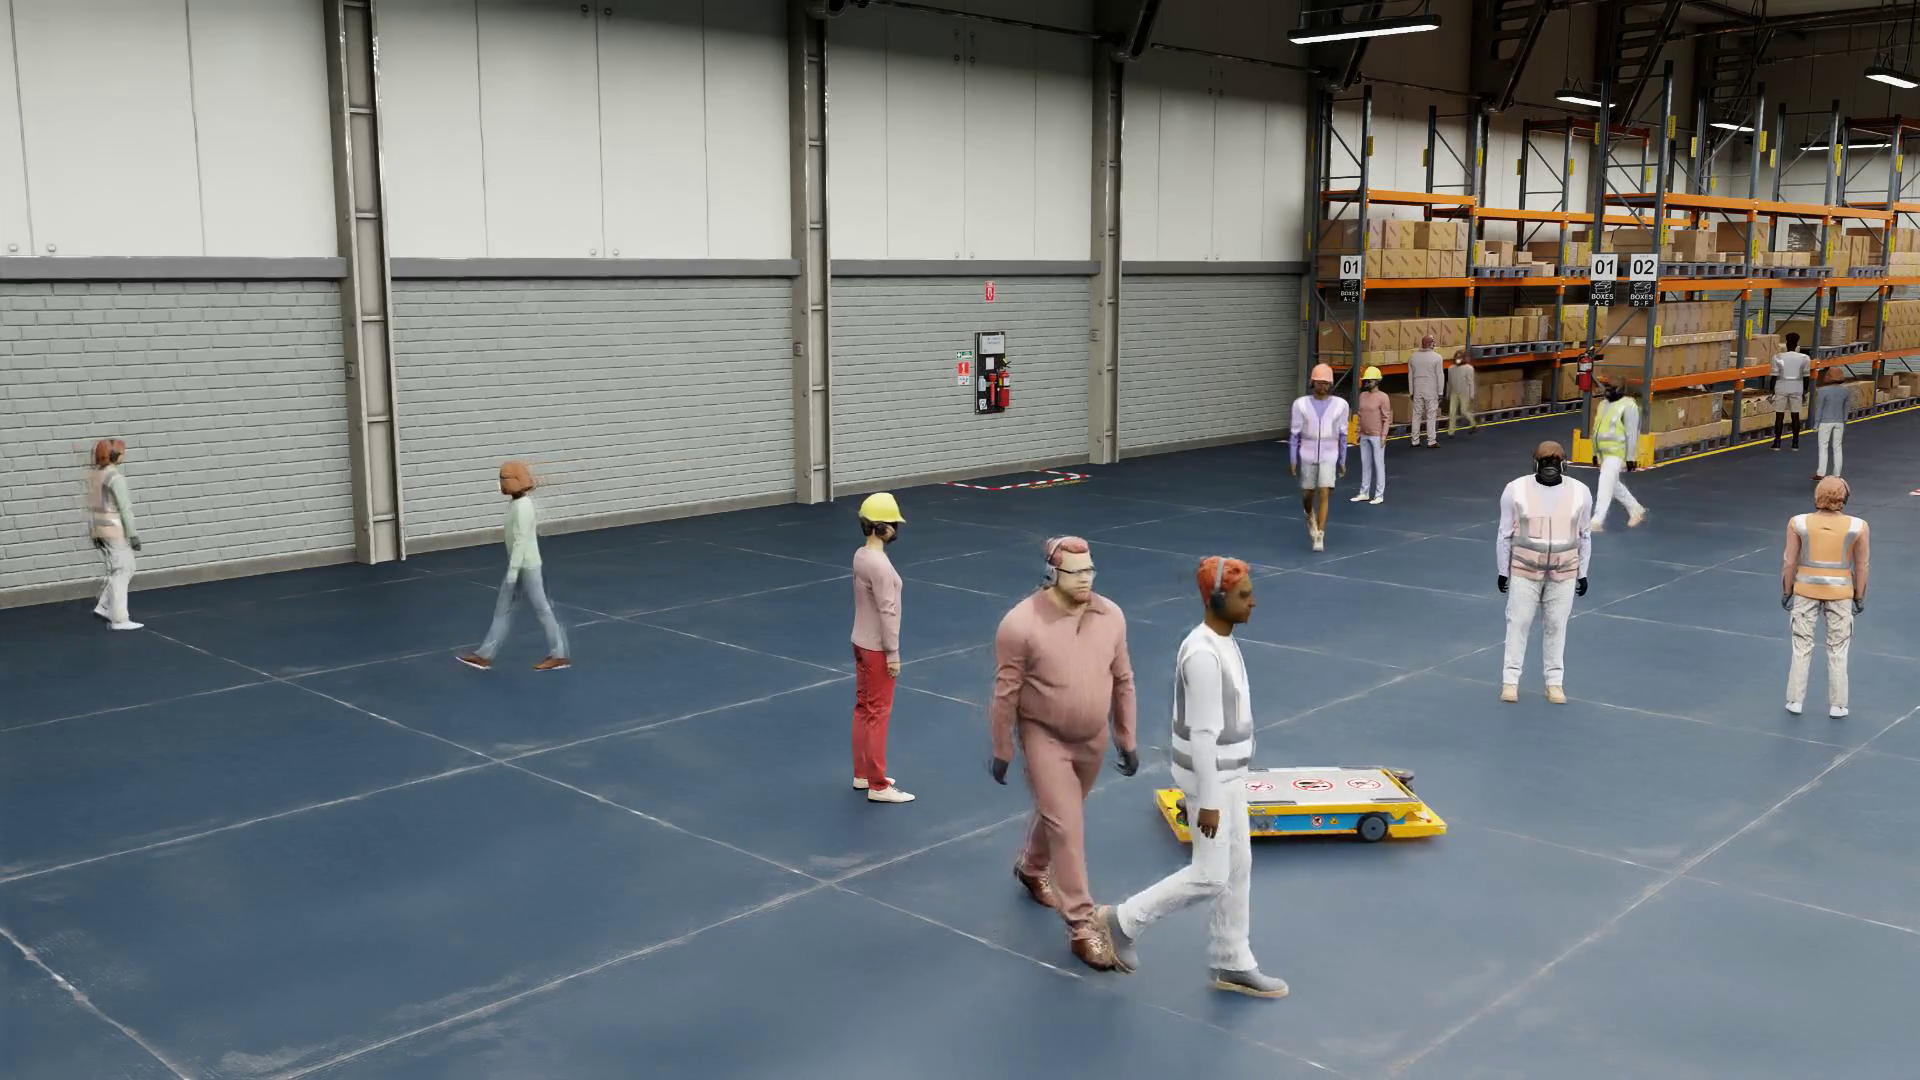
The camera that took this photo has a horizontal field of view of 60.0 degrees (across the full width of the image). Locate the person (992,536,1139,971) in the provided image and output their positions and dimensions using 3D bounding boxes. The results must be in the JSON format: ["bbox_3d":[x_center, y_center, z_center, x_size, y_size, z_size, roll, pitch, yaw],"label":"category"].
[{"bbox_3d":[0.468,0.885,7.539,0.658,1.857,1.025,-5,11,-28],"label":"person"}]

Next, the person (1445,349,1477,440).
[{"bbox_3d":[8.862,-2.572,29.356,0.527,1.606,0.644,9,13,44],"label":"person"}]

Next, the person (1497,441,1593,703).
[{"bbox_3d":[4.062,0.226,11.584,0.630,1.842,0.429,2,9,10],"label":"person"}]

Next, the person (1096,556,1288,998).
[{"bbox_3d":[0.992,0.984,6.896,0.716,1.866,0.587,3,10,20],"label":"person"}]

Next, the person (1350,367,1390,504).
[{"bbox_3d":[5.285,-1.340,21.357,0.330,1.768,0.526,-5,11,-30],"label":"person"}]

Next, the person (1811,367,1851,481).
[{"bbox_3d":[12.378,-1.643,23.635,0.494,1.624,0.280,-1,9,-8],"label":"person"}]

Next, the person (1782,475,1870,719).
[{"bbox_3d":[5.820,0.386,11.220,0.516,1.640,0.314,5,11,29],"label":"person"}]

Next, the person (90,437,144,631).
[{"bbox_3d":[-7.014,-0.041,13.854,0.372,1.624,0.528,-9,13,-44],"label":"person"}]

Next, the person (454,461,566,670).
[{"bbox_3d":[-3.359,0.211,12.404,0.825,1.585,0.523,-4,10,-22],"label":"person"}]

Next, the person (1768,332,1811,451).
[{"bbox_3d":[13.712,-2.453,27.526,0.610,1.964,0.366,3,10,15],"label":"person"}]

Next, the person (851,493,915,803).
[{"bbox_3d":[-0.457,0.609,9.483,0.311,1.768,0.524,-3,10,-20],"label":"person"}]

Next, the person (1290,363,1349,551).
[{"bbox_3d":[3.894,-0.920,18.056,0.610,2.021,0.873,2,10,14],"label":"person"}]

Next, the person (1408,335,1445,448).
[{"bbox_3d":[7.846,-2.491,27.947,0.643,1.909,0.410,9,13,43],"label":"person"}]

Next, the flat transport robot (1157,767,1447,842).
[{"bbox_3d":[1.836,1.426,9.041,1.431,0.197,0.652,-1,9,-4],"label":"flat transport robot"}]

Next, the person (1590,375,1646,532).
[{"bbox_3d":[7.573,-0.999,19.143,0.852,1.819,0.639,-2,9,-11],"label":"person"}]

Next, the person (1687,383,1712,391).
[{"bbox_3d":[13.746,-2.966,31.031,0.586,1.855,0.462,9,13,44],"label":"person"}]
